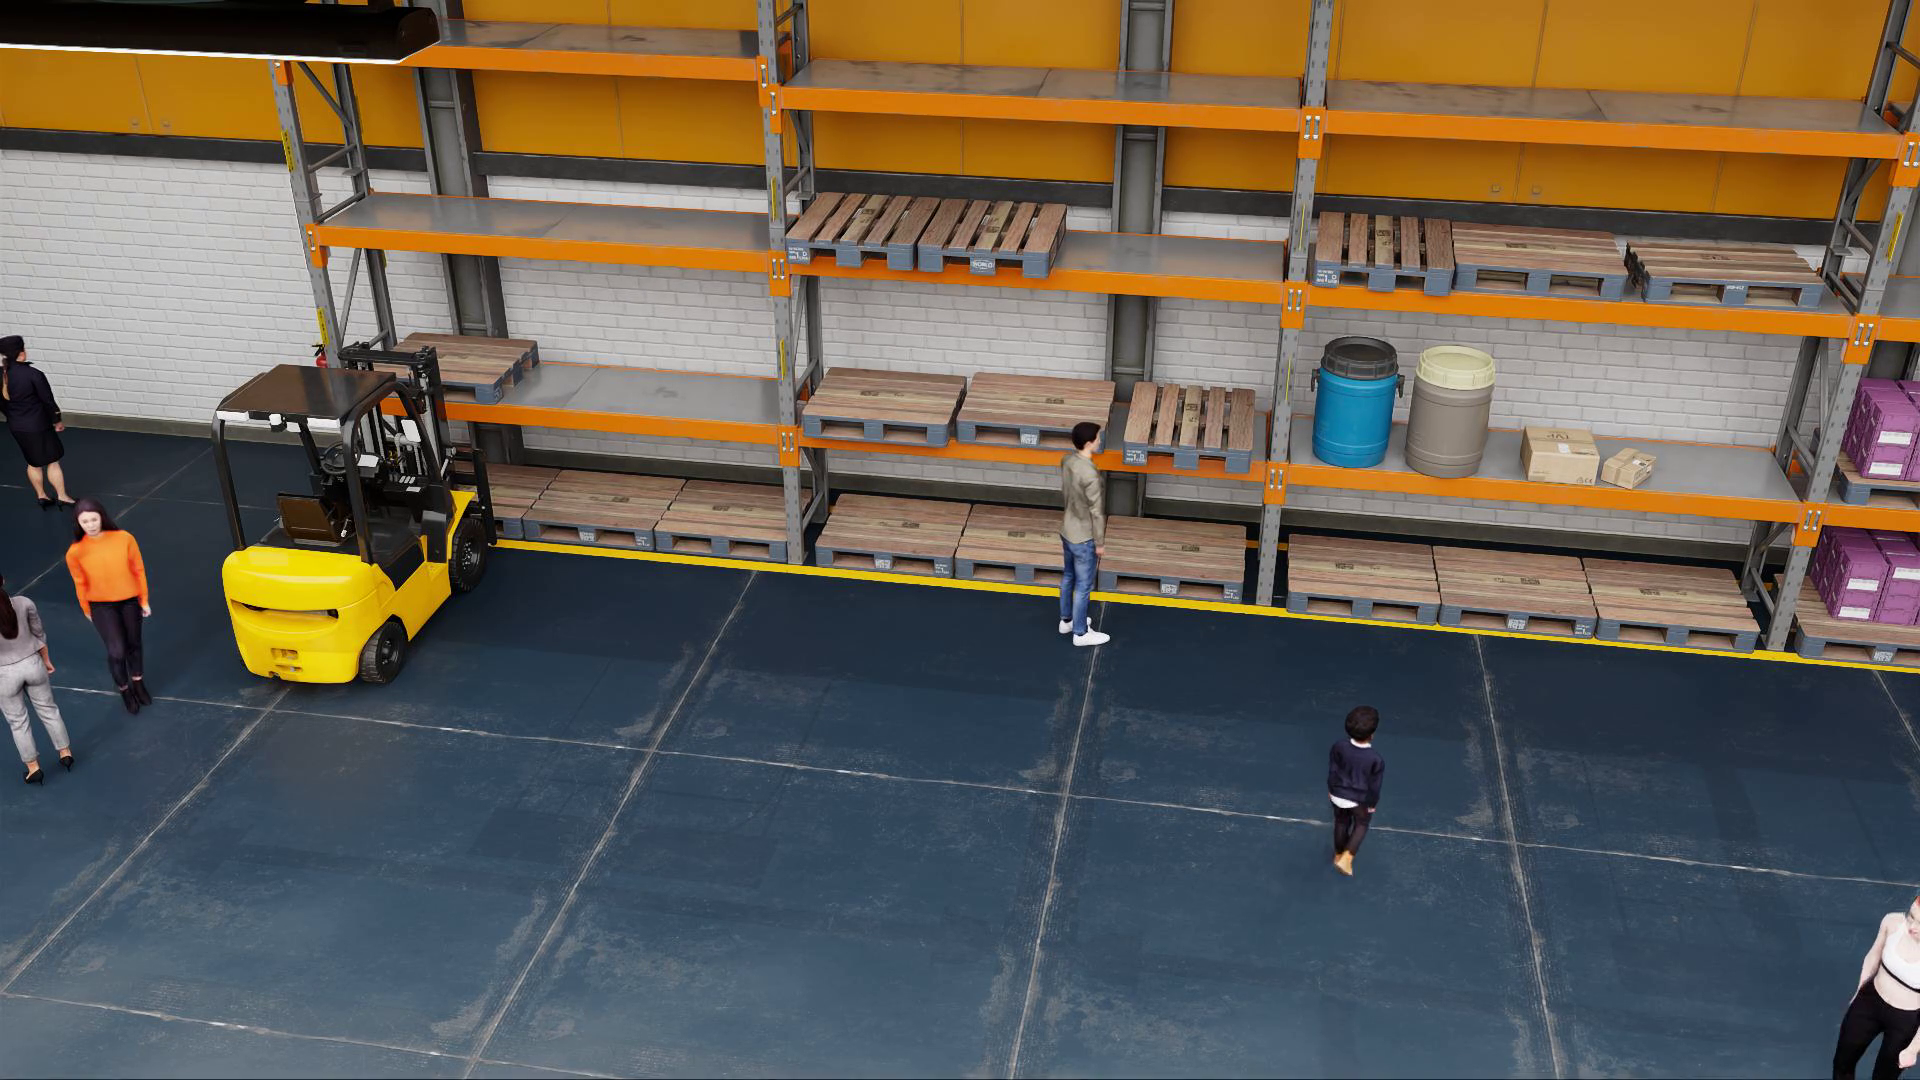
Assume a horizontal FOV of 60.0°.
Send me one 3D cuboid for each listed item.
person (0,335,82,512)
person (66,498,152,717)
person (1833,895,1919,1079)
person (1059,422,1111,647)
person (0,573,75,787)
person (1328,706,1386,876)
[{"bbox_3d":[-8.316,-1.031,14.911,0.561,1.669,0.754,3,29,6],"label":"person"},{"bbox_3d":[-6.187,0.437,12.153,0.750,1.734,0.804,-21,35,-33],"label":"person"},{"bbox_3d":[4.794,2.426,8.504,0.742,1.737,0.712,-10,30,-17],"label":"person"},{"bbox_3d":[0.929,-0.053,12.911,0.802,1.869,0.793,-12,31,-21],"label":"person"},{"bbox_3d":[-6.418,0.919,11.328,0.750,1.678,0.726,23,36,35],"label":"person"},{"bbox_3d":[2.473,1.609,10.544,0.662,1.218,0.676,15,32,26],"label":"person"}]
